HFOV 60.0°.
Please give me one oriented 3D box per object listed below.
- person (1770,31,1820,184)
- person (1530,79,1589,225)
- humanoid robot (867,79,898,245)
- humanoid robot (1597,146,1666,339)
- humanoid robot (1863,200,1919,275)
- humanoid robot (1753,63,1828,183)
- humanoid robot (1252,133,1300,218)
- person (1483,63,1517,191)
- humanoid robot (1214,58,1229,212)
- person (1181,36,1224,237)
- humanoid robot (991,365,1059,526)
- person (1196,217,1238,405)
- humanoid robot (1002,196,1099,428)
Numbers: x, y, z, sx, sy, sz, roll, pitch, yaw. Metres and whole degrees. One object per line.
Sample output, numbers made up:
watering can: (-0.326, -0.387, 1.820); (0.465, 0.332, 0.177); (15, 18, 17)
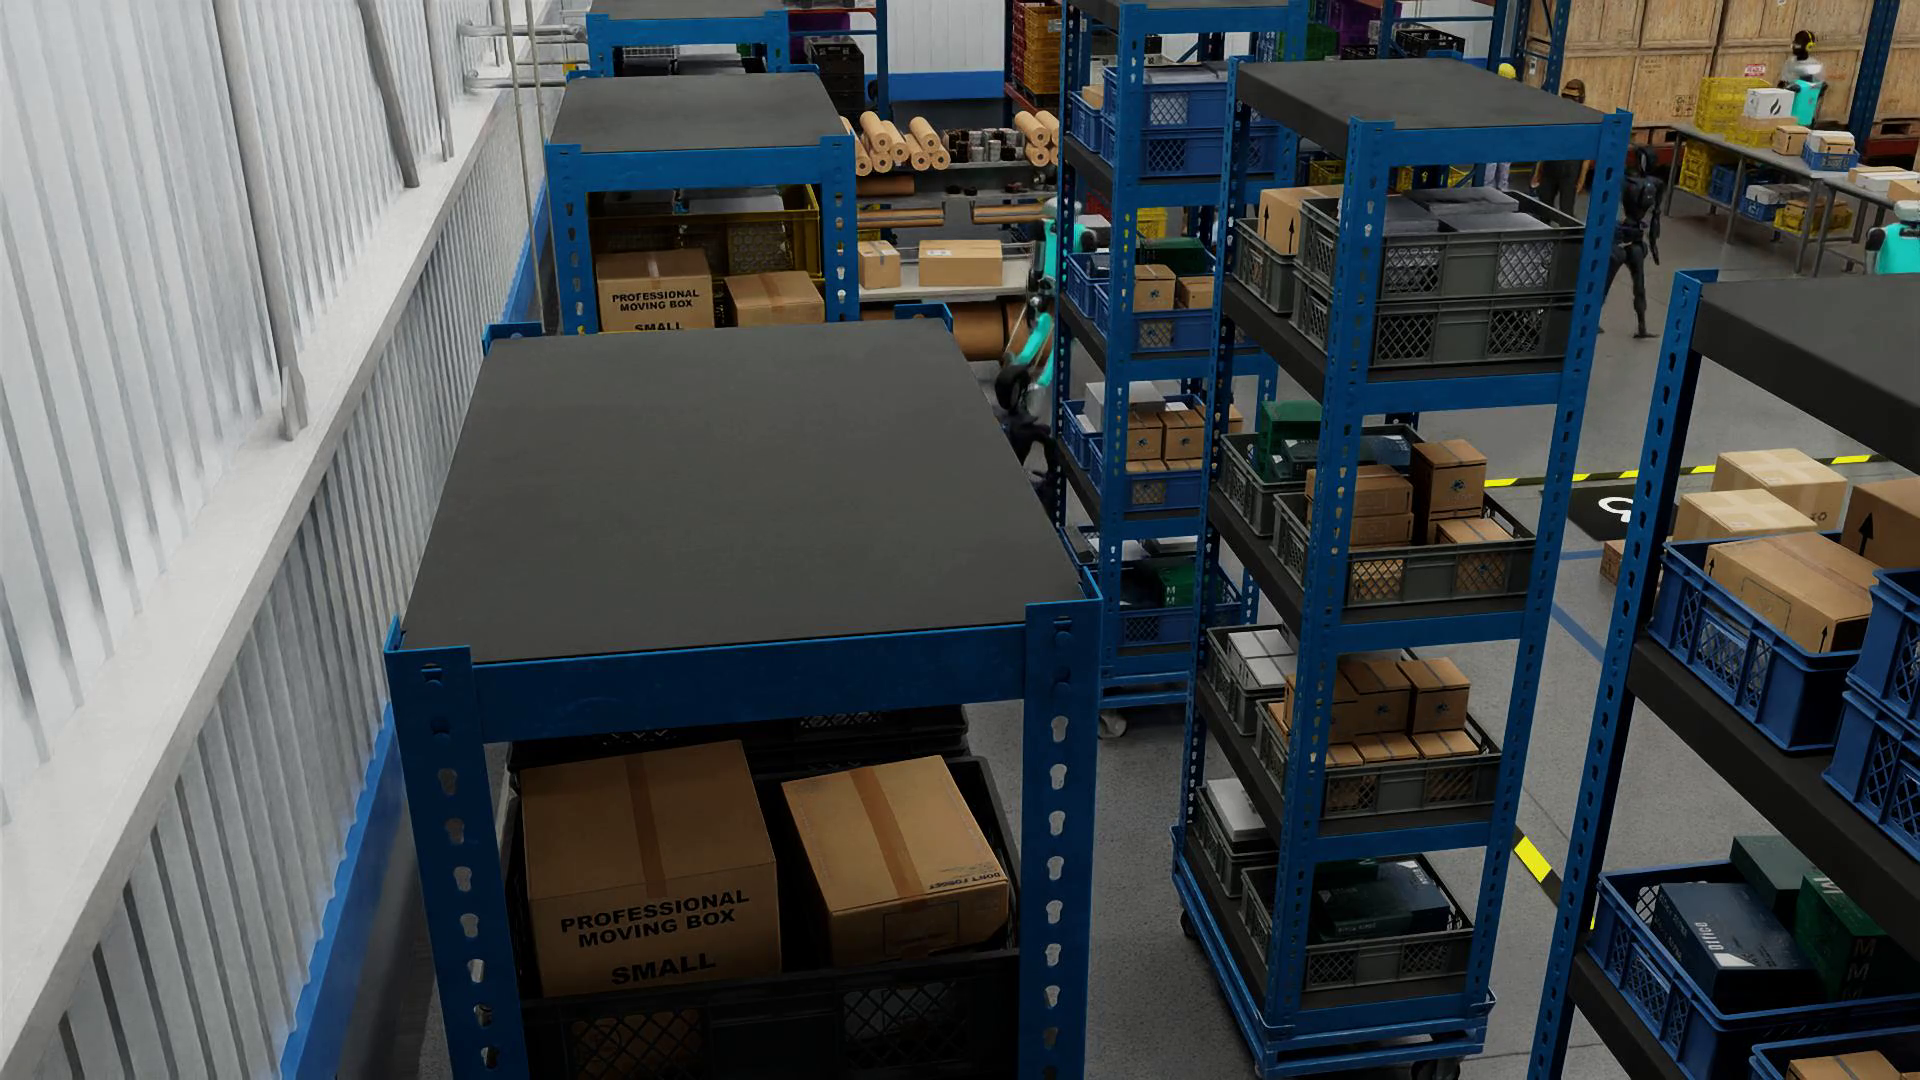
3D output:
person: (9.407, -4.857, 18.980); (0.849, 1.839, 0.504); (-5, 25, -12)
person: (5.802, -3.519, 16.070); (0.503, 1.842, 0.344); (21, 32, 38)
humanoid robot: (-0.802, -3.860, 16.989); (0.315, 1.655, 0.599); (1, 25, 3)
humanoid robot: (5.693, -2.502, 14.076); (0.590, 1.630, 0.713); (-10, 26, -20)
humanoid robot: (6.624, -1.469, 11.731); (0.544, 1.757, 0.911); (1, 25, 1)
humanoid robot: (8.703, -4.224, 17.788); (0.531, 1.767, 1.054); (-11, 27, -22)
humanoid robot: (3.008, -3.453, 16.176); (0.589, 1.623, 0.770); (6, 25, 13)
person: (5.562, -4.051, 17.313); (0.536, 1.767, 0.326); (-14, 28, -27)
humanoid robot: (2.971, -4.443, 18.273); (0.420, 1.650, 0.595); (-2, 25, -4)
person: (2.558, -4.168, 17.239); (0.606, 2.043, 0.374); (-3, 25, -7)
humanoid robot: (0.293, -0.194, 9.041); (0.602, 1.646, 0.398); (14, 28, 28)
person: (1.704, -1.245, 11.111); (0.372, 1.852, 0.588); (-5, 25, -10)
humanoid robot: (0.575, -1.454, 11.834); (0.552, 1.910, 0.740); (19, 31, 35)
